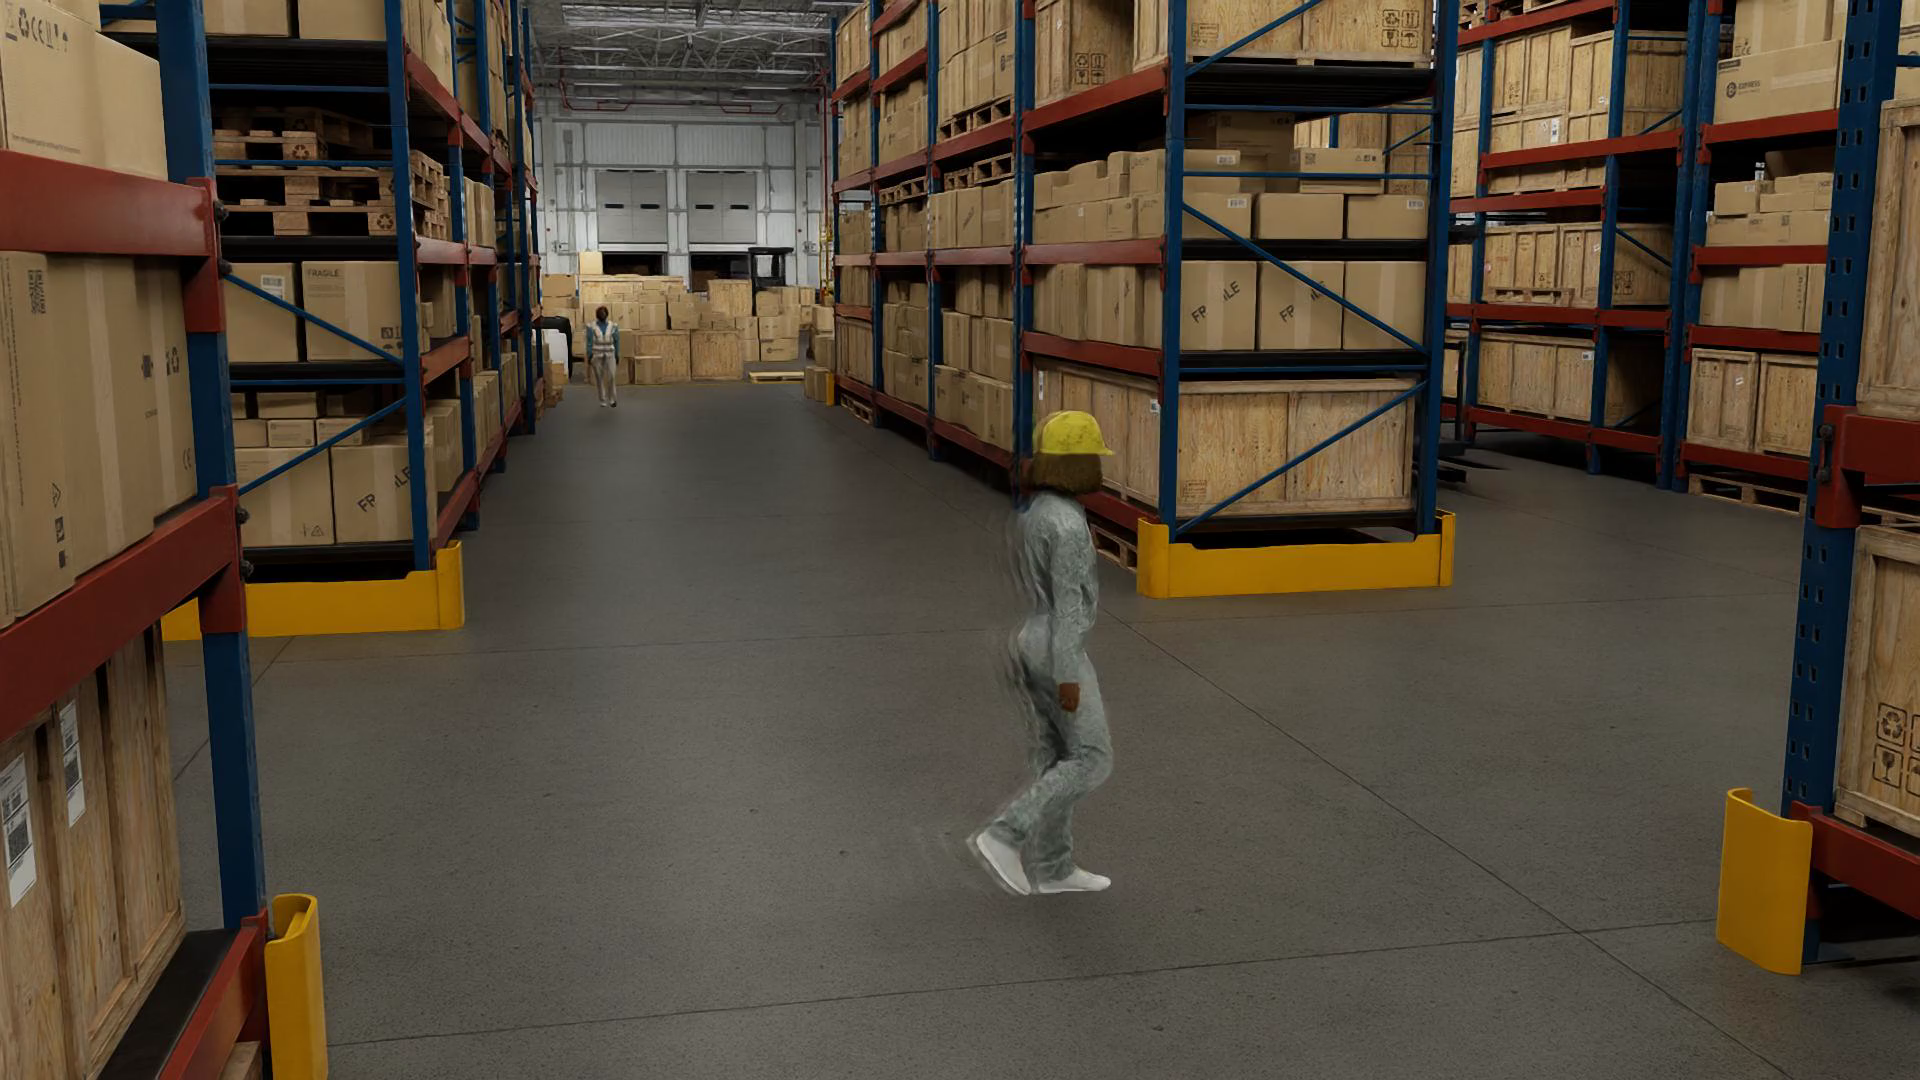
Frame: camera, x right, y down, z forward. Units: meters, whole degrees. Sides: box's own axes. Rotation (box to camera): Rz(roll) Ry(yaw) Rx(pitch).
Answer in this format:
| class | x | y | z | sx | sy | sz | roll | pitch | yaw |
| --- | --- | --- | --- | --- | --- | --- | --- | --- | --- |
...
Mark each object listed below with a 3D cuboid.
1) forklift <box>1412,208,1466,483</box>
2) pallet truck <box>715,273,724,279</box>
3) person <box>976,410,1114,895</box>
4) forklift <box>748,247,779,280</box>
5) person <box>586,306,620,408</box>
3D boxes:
| class | x | y | z | sx | sy | sz | roll | pitch | yaw |
| --- | --- | --- | --- | --- | --- | --- | --- | --- | --- |
| forklift | 4.383 | -2.065 | 17.413 | 1.129 | 2.768 | 1.873 | -2 | 10 | -12 |
| pallet truck | -8.580 | -8.986 | 62.280 | 1.885 | 1.965 | 0.823 | 1 | 9 | 5 |
| person | 0.327 | 0.414 | 5.779 | 0.424 | 1.727 | 0.510 | -1 | 9 | -7 |
| forklift | -6.003 | -7.579 | 51.020 | 1.129 | 2.768 | 1.873 | -6 | 11 | -31 |
| person | -5.624 | -2.880 | 26.256 | 0.536 | 1.593 | 0.835 | -3 | 10 | -19 |
